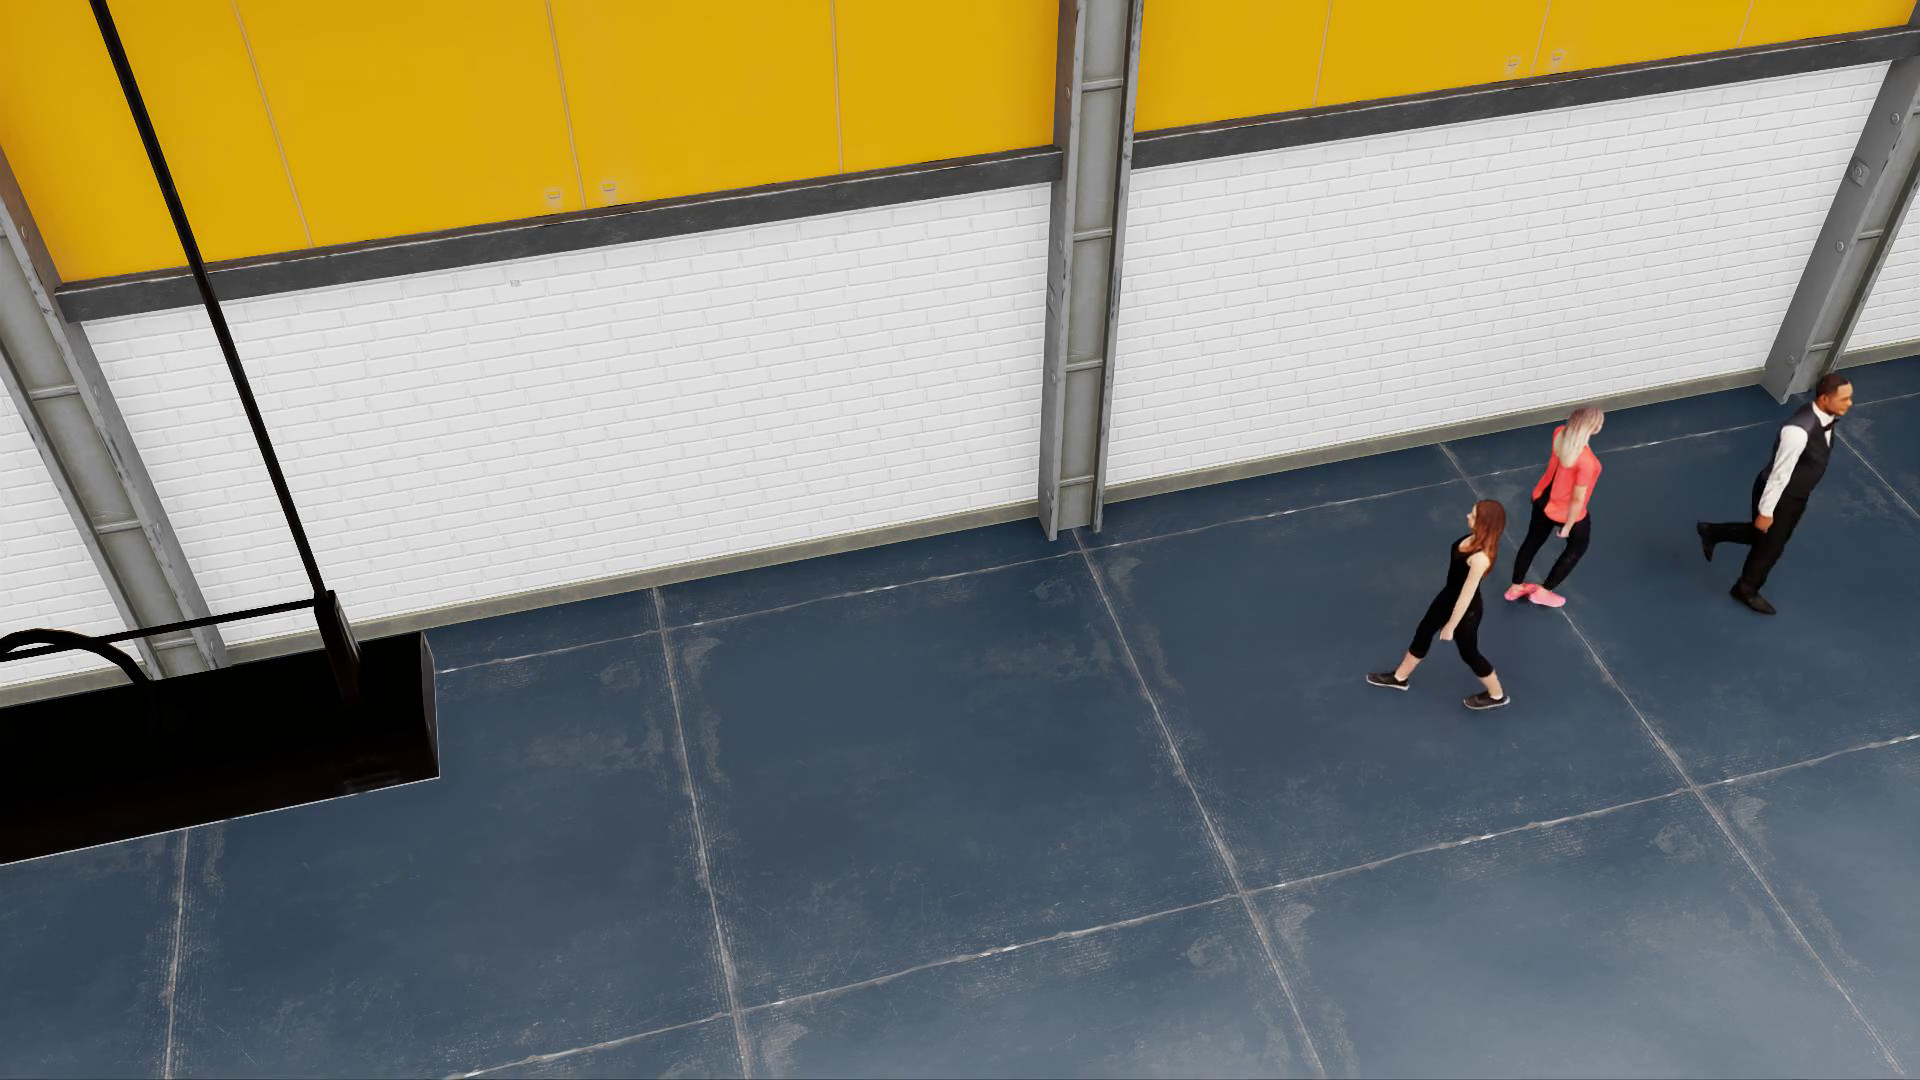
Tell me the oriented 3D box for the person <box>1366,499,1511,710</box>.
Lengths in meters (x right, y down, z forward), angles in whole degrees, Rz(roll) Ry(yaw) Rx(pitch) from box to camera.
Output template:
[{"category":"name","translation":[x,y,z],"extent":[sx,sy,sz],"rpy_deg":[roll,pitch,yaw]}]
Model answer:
[{"category":"person","translation":[3.170,0.446,10.228],"extent":[1.197,1.687,0.920],"rpy_deg":[8,44,8]}]

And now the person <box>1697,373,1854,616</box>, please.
[{"category":"person","translation":[5.314,-0.354,10.911],"extent":[1.039,1.904,1.014],"rpy_deg":[-32,52,-29]}]

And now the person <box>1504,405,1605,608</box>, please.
[{"category":"person","translation":[3.844,-0.196,10.904],"extent":[0.625,1.684,0.618],"rpy_deg":[-15,46,-15]}]
